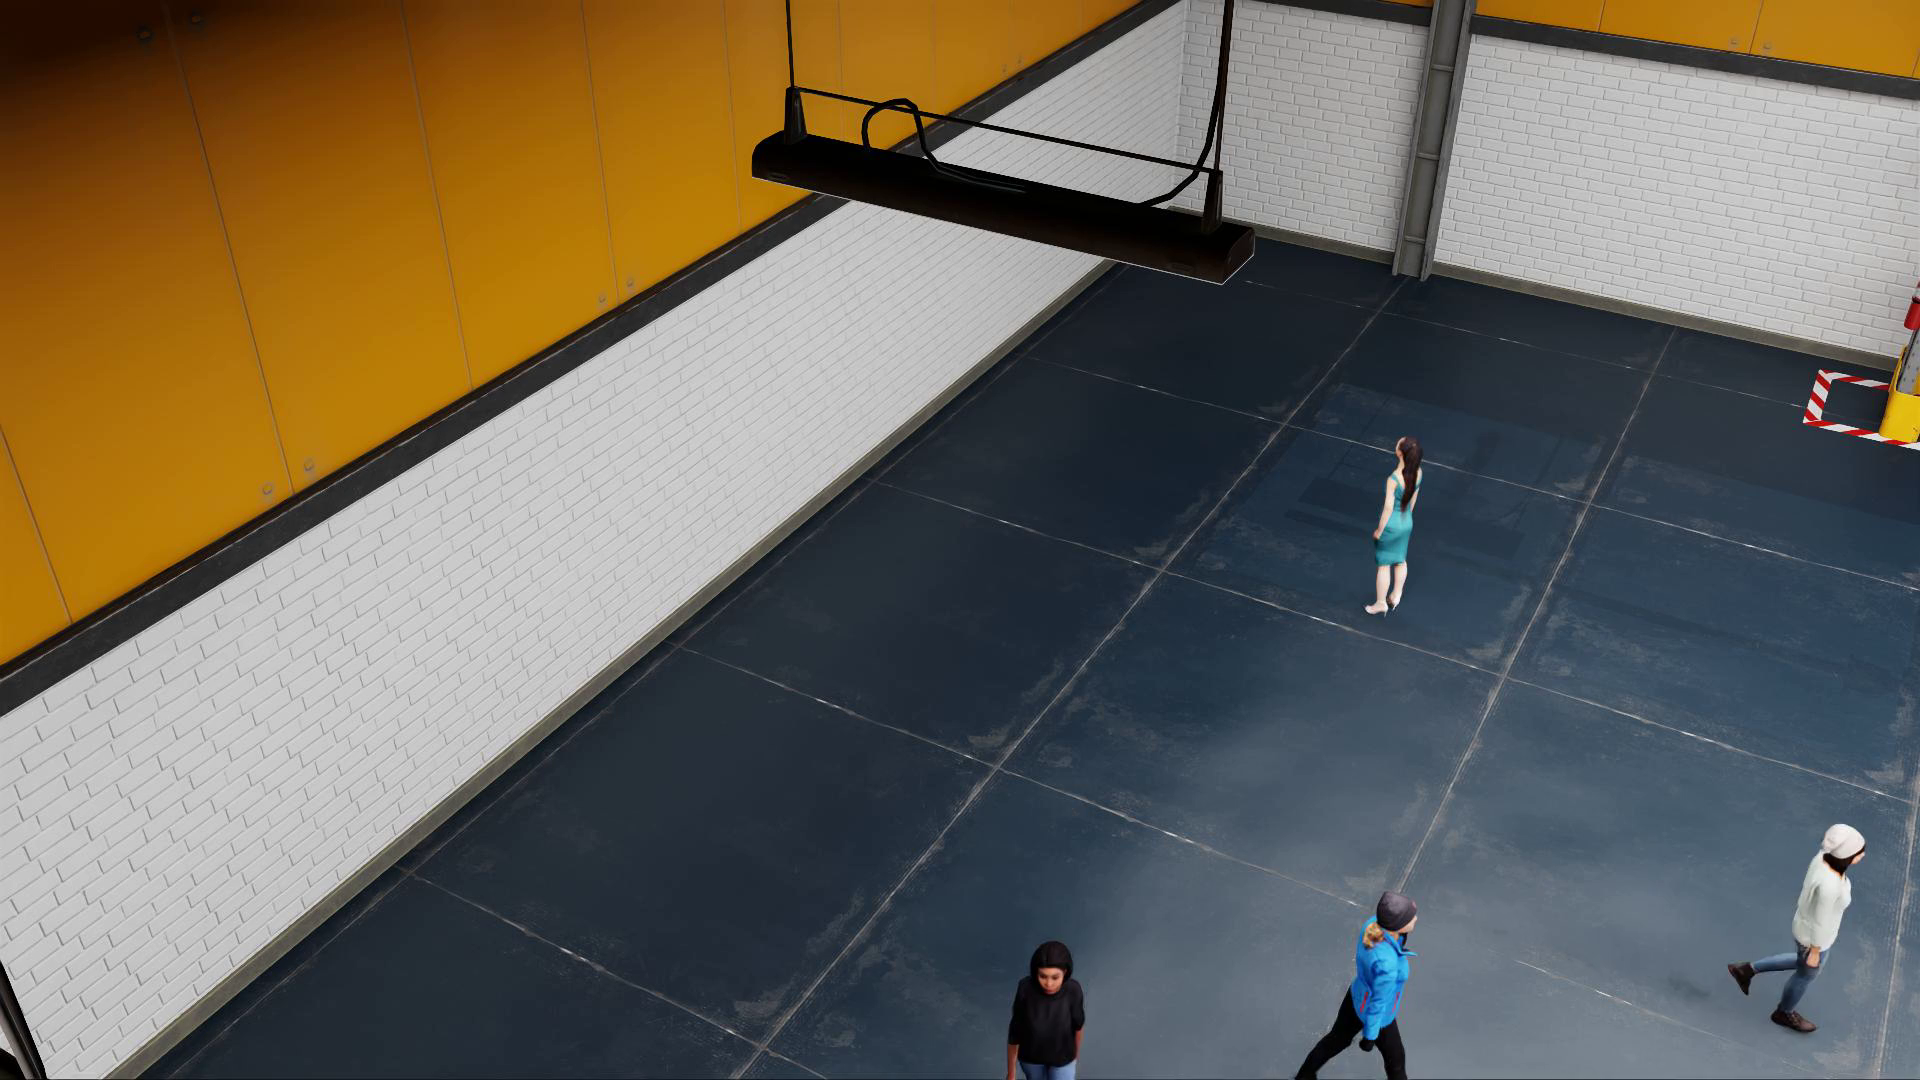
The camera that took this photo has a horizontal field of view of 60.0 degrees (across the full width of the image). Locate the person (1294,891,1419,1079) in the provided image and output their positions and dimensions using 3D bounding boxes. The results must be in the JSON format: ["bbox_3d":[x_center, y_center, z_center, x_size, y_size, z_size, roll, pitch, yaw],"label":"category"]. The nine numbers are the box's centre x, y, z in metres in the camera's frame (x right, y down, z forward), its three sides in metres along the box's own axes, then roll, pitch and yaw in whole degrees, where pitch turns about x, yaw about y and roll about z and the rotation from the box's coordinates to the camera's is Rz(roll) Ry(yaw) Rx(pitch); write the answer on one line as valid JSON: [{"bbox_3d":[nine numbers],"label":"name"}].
[{"bbox_3d":[2.243,2.662,9.438,1.235,1.745,0.972,2,34,3],"label":"person"}]

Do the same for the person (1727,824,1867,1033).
[{"bbox_3d":[5.072,2.332,10.035,0.810,1.632,0.603,15,36,21],"label":"person"}]

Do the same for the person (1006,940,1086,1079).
[{"bbox_3d":[0.479,2.804,9.281,0.907,1.681,0.830,5,34,7],"label":"person"}]

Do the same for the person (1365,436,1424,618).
[{"bbox_3d":[3.574,-0.112,13.664,0.621,1.686,0.606,-21,39,-29],"label":"person"}]
